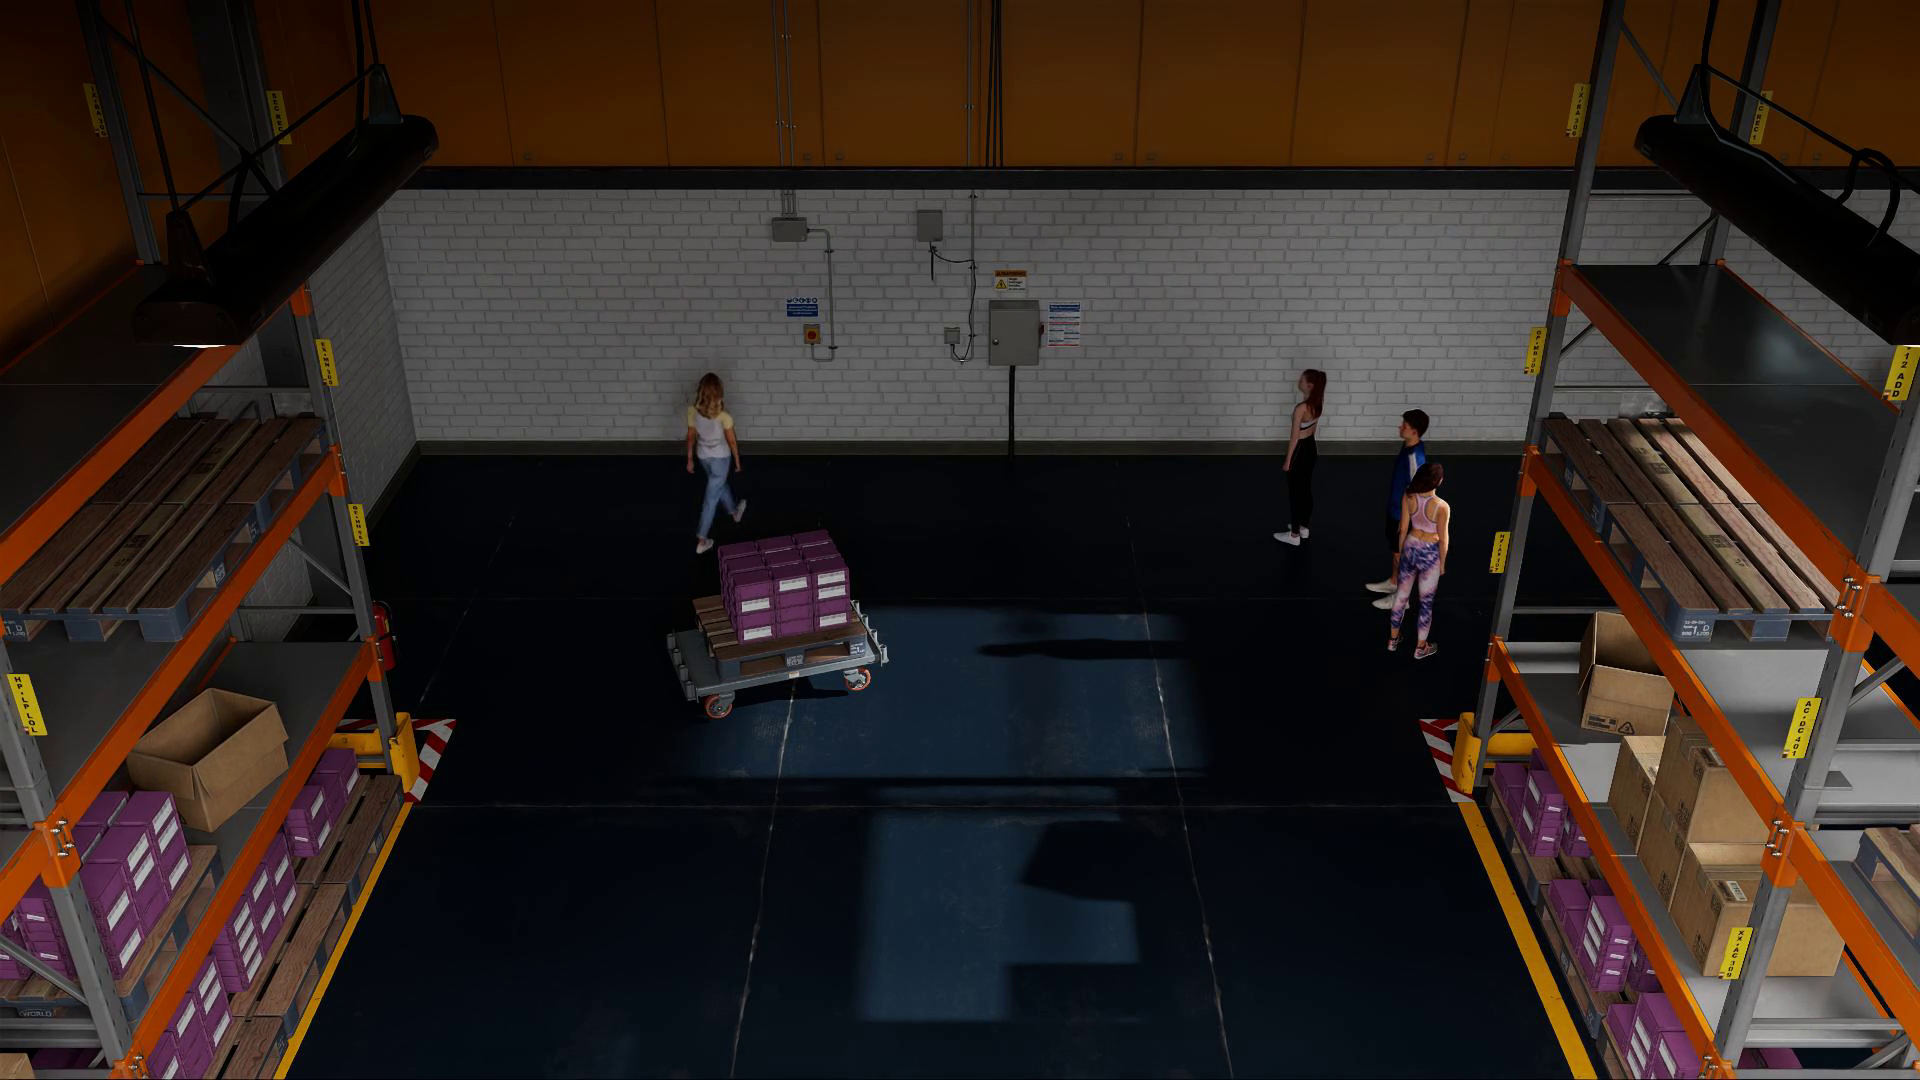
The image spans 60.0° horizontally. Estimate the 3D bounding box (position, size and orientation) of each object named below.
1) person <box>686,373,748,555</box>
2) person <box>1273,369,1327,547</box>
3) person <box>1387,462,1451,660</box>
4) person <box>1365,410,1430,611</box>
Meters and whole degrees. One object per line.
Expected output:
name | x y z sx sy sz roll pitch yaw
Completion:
person | -2.299 -0.661 15.324 0.938 1.659 1.251 11 30 19
person | 3.185 -0.783 15.463 0.724 1.740 0.658 24 37 37
person | 3.801 0.153 13.719 0.678 1.767 0.719 21 35 33
person | 3.854 -0.276 14.402 0.724 1.866 0.546 2 29 5
